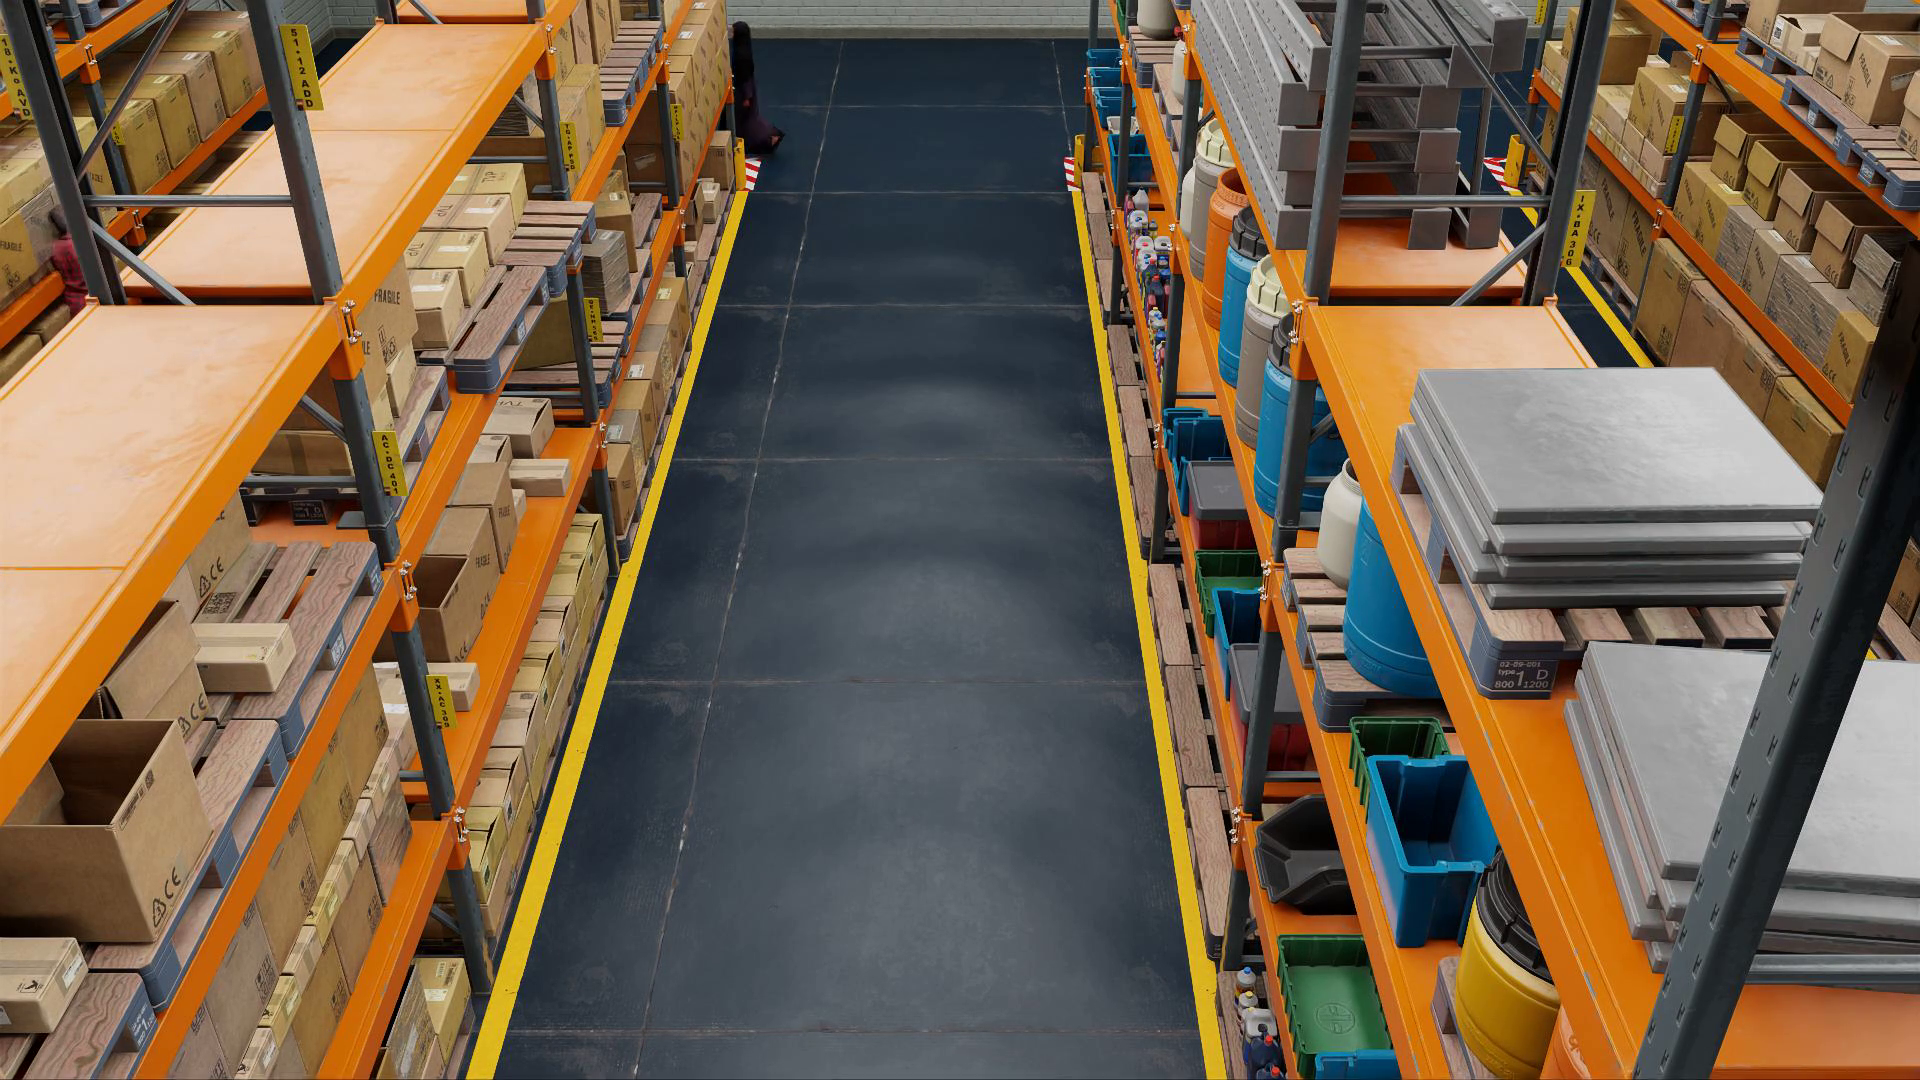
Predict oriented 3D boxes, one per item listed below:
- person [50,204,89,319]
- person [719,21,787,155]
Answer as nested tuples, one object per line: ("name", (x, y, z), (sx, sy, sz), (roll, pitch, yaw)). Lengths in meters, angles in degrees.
("person", (-7.410, -1.903, 14.081), (0.713, 1.779, 1.202), (1, 33, 1))
("person", (-2.447, -5.209, 19.336), (0.702, 1.593, 0.990), (-3, 33, -4))
